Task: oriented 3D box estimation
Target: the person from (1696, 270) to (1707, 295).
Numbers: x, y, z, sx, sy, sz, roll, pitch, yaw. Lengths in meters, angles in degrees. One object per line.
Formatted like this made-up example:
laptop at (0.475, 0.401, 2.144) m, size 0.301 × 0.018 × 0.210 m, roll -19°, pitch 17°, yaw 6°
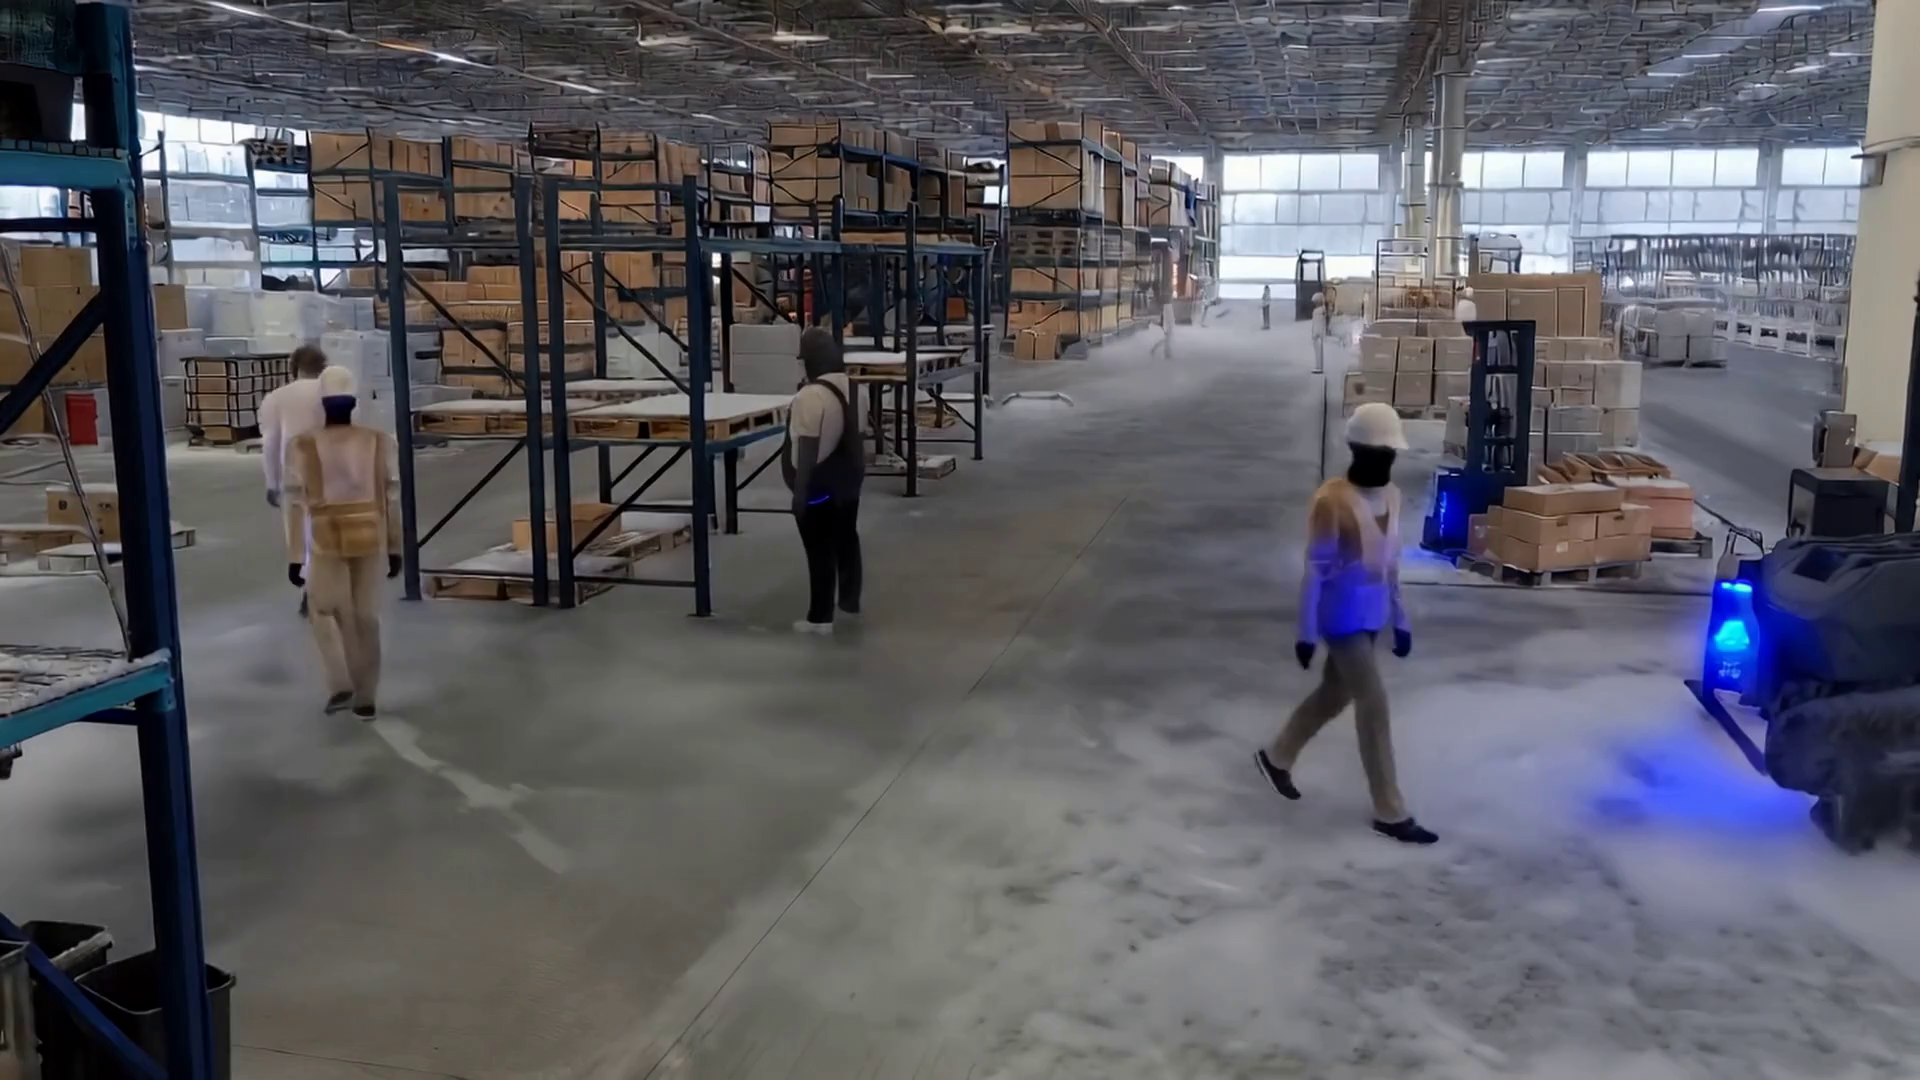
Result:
person at (35.579, -11.969, 79.822) m, size 0.660 × 1.961 × 0.437 m, roll -6°, pitch 11°, yaw -31°

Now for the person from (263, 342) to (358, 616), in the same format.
person at (-4.455, -0.407, 11.502) m, size 0.652 × 1.907 × 0.576 m, roll -7°, pitch 12°, yaw -34°

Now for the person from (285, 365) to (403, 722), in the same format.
person at (-3.291, 0.025, 8.905) m, size 0.621 × 1.910 × 0.446 m, roll -7°, pitch 12°, yaw -34°

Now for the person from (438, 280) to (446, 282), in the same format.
person at (-12.117, -5.116, 39.119) m, size 0.622 × 1.993 × 0.382 m, roll 5°, pitch 11°, yaw 29°

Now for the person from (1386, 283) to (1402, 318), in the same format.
person at (10.122, -5.037, 38.873) m, size 0.436 × 1.927 × 0.575 m, roll 7°, pitch 12°, yaw 34°

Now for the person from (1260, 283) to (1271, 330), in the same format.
person at (10.698, -8.162, 58.222) m, size 0.286 × 1.633 × 0.501 m, roll 8°, pitch 13°, yaw 40°

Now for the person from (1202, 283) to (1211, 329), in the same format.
person at (8.782, -8.329, 59.210) m, size 0.281 × 1.633 × 0.499 m, roll 0°, pitch 10°, yaw 2°

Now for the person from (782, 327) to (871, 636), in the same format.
person at (-0.924, -0.400, 11.059) m, size 0.536 × 2.000 × 0.689 m, roll 6°, pitch 11°, yaw 31°

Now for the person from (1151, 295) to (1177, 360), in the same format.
person at (5.043, -5.251, 41.067) m, size 0.582 × 1.615 × 0.520 m, roll 4°, pitch 10°, yaw 22°

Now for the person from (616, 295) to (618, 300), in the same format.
person at (-8.511, -5.257, 41.032) m, size 0.526 × 1.631 × 0.321 m, roll 0°, pitch 10°, yaw 2°

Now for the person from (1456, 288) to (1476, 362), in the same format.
person at (12.256, -5.210, 40.288) m, size 0.603 × 1.792 × 0.911 m, roll -7°, pitch 12°, yaw -36°

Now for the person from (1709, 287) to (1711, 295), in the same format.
person at (38.519, -12.793, 85.146) m, size 0.581 × 1.799 × 0.757 m, roll -1°, pitch 10°, yaw -6°

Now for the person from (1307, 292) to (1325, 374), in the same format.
person at (7.738, -4.478, 36.022) m, size 0.310 × 1.768 × 0.533 m, roll -1°, pitch 10°, yaw -6°

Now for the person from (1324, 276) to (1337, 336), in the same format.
person at (11.976, -7.551, 53.705) m, size 0.356 × 1.939 × 0.542 m, roll 6°, pitch 11°, yaw 32°

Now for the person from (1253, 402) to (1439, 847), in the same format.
person at (1.689, 0.319, 7.299) m, size 0.597 × 1.879 × 0.983 m, roll -9°, pitch 13°, yaw -44°

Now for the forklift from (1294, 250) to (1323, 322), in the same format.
forklift at (13.778, -10.002, 65.433) m, size 1.129 × 2.768 × 1.873 m, roll 2°, pitch 10°, yaw 12°

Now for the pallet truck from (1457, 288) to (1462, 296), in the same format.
pallet truck at (20.506, -9.785, 68.819) m, size 0.653 × 1.274 × 1.630 m, roll 2°, pitch 10°, yaw 12°

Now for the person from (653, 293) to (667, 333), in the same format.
person at (-7.054, -4.982, 39.224) m, size 0.372 × 1.682 × 0.557 m, roll 1°, pitch 10°, yaw 3°

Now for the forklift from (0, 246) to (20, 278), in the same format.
forklift at (-25.098, -6.365, 43.899) m, size 1.129 × 2.768 × 1.873 m, roll 6°, pitch 11°, yaw 33°

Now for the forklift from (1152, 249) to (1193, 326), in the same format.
forklift at (7.646, -9.320, 61.395) m, size 1.873 × 2.768 × 1.129 m, roll 2°, pitch 10°, yaw 11°

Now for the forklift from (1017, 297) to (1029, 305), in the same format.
forklift at (2.655, -8.733, 57.922) m, size 1.129 × 2.768 × 1.873 m, roll 2°, pitch 10°, yaw 12°

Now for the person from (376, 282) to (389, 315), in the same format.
person at (-14.464, -5.579, 42.121) m, size 0.587 × 1.911 × 0.397 m, roll -5°, pitch 11°, yaw -26°

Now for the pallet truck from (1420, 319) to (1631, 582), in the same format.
pallet truck at (4.543, -0.757, 13.299) m, size 0.823 × 1.965 × 1.885 m, roll -4°, pitch 10°, yaw -22°
